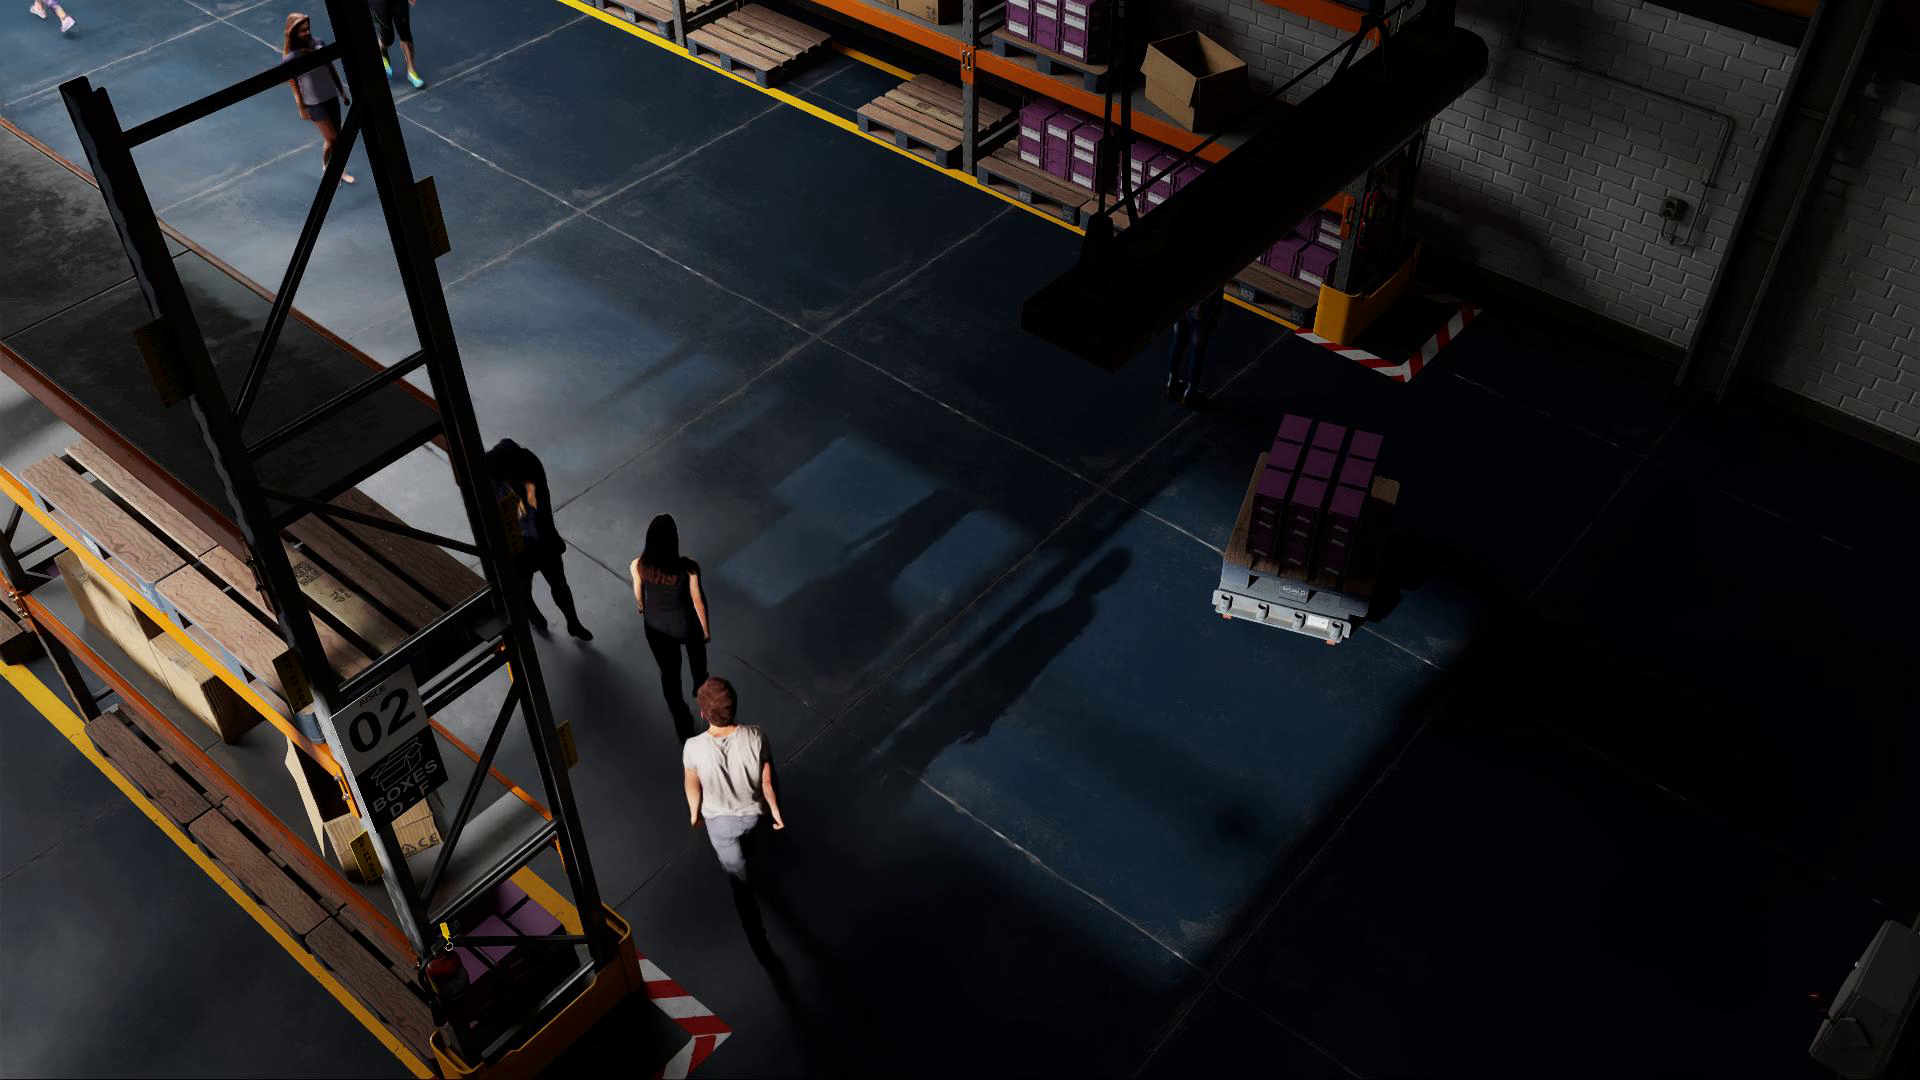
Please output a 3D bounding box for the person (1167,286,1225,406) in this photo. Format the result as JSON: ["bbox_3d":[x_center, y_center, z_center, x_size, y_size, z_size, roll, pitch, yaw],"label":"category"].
[{"bbox_3d":[1.815,-1.765,12.911,0.469,1.622,0.657,30,51,28],"label":"person"}]

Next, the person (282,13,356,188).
[{"bbox_3d":[-5.915,-4.042,15.231,0.636,1.718,0.650,22,48,22],"label":"person"}]

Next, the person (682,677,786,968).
[{"bbox_3d":[-1.226,1.586,9.233,1.093,1.843,1.346,-14,45,-14],"label":"person"}]

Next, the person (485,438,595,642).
[{"bbox_3d":[-2.939,-0.032,11.063,0.729,1.661,0.888,-32,52,-29],"label":"person"}]

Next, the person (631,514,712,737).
[{"bbox_3d":[-1.799,0.597,10.399,0.865,1.666,0.928,-6,44,-6],"label":"person"}]

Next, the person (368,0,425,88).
[{"bbox_3d":[-5.758,-5.451,16.598,0.796,1.873,0.879,-26,49,-25],"label":"person"}]
